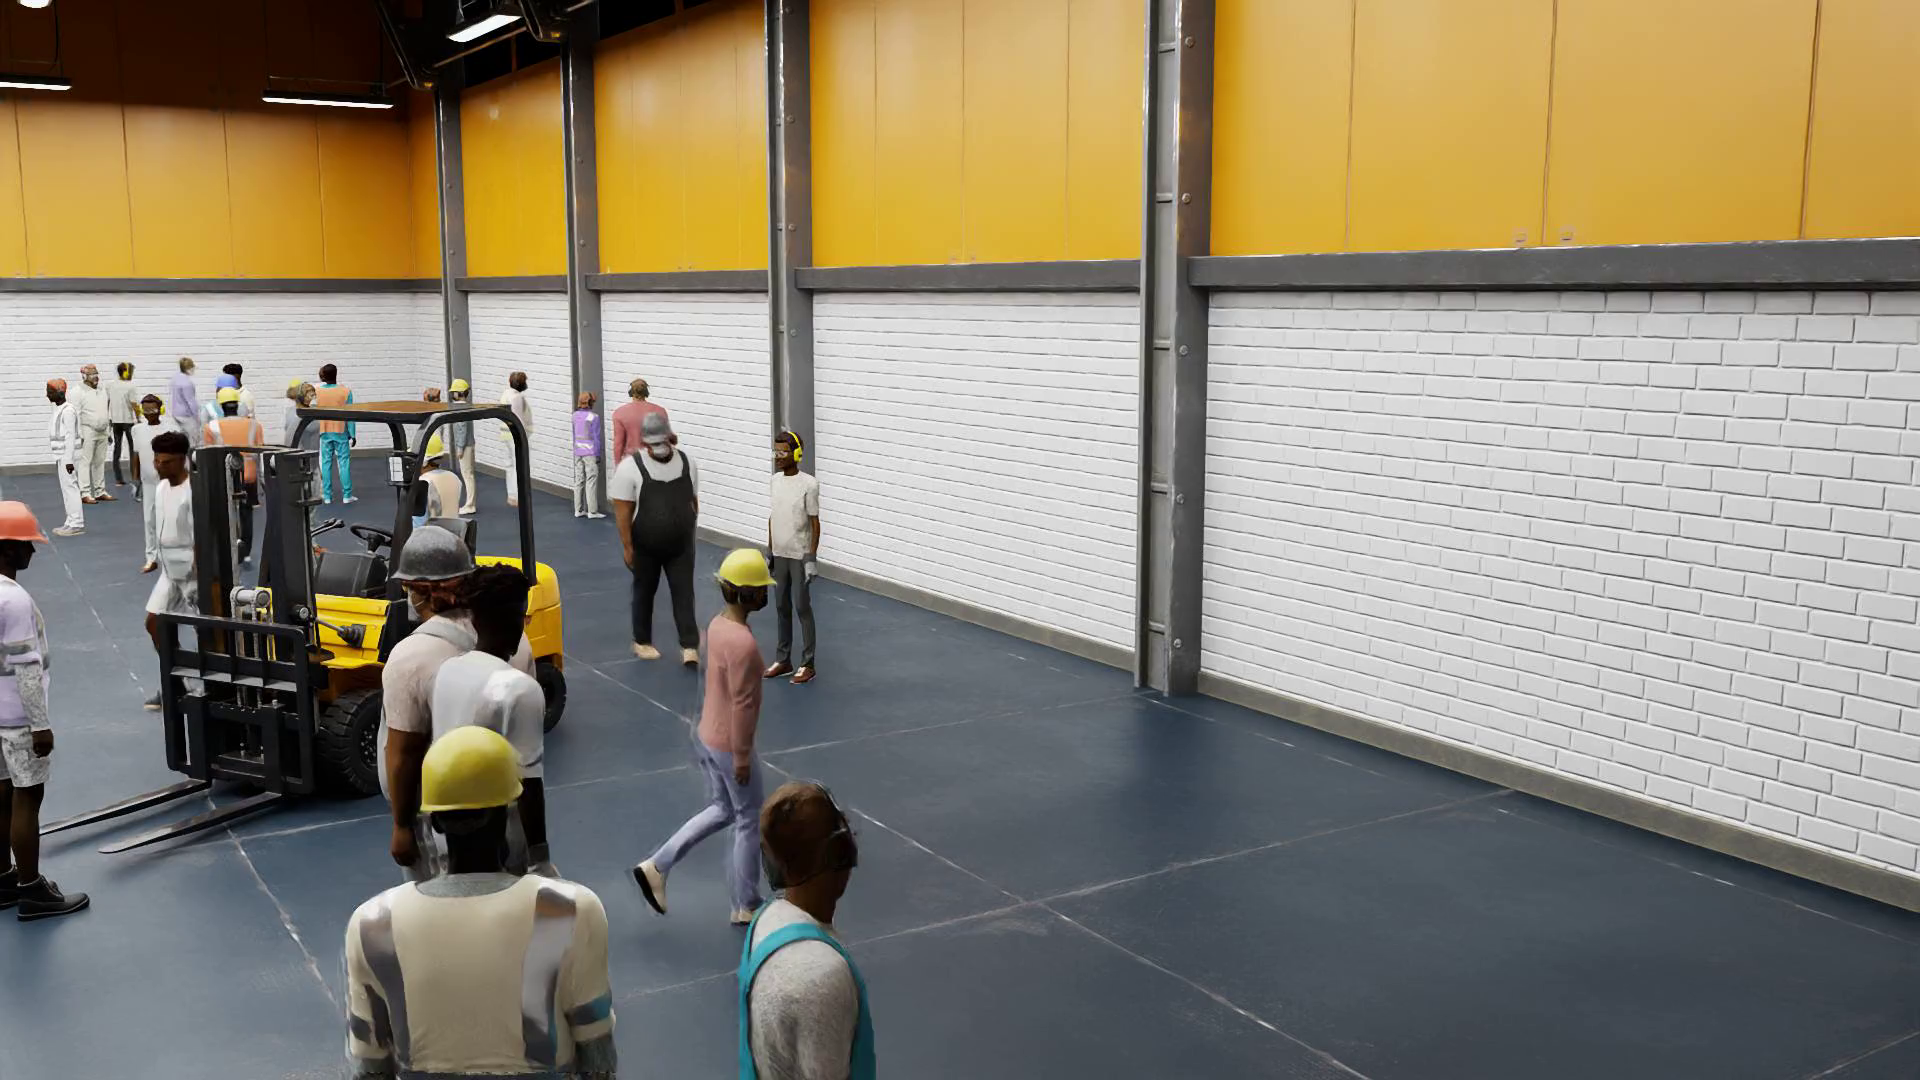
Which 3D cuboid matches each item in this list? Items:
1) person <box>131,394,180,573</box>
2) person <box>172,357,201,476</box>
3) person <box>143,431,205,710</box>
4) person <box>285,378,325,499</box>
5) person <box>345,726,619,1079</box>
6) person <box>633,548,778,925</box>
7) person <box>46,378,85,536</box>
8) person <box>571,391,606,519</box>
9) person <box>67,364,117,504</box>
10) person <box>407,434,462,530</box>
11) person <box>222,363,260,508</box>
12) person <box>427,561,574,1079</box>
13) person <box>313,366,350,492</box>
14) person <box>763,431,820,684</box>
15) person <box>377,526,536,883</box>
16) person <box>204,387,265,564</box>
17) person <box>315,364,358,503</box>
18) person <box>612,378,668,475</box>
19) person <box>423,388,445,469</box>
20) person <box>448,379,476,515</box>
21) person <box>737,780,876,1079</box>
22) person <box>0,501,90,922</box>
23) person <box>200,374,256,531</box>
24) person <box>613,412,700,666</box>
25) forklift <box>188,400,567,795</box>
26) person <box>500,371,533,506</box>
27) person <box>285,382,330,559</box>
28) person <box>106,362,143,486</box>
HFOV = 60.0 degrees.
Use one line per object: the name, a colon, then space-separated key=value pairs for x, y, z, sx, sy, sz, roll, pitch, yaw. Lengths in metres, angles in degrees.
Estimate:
person: x=-8.264 y=-0.579 z=17.139 sx=0.515 sy=1.859 sz=0.317 roll=0 pitch=8 yaw=0
person: x=-12.194 y=-1.941 z=26.229 sx=0.406 sy=1.888 sz=0.672 roll=-7 pitch=11 yaw=-37
person: x=-5.364 y=0.225 z=11.392 sx=0.630 sy=1.939 sz=0.665 roll=6 pitch=10 yaw=33
person: x=-9.228 y=-1.399 z=23.161 sx=0.789 sy=1.700 sz=0.488 roll=1 pitch=8 yaw=4
person: x=-1.083 y=1.376 z=3.775 sx=0.599 sy=1.909 sz=0.664 roll=0 pitch=8 yaw=1
person: x=-1.105 y=0.905 z=7.483 sx=0.642 sy=1.746 sz=0.534 roll=-3 pitch=9 yaw=-22
person: x=-10.650 y=-0.985 z=19.800 sx=0.361 sy=1.879 sz=0.583 roll=-7 pitch=11 yaw=-38
person: x=-4.771 y=-1.082 z=21.277 sx=0.505 sy=1.631 sz=0.311 roll=7 pitch=11 yaw=38
person: x=-11.916 y=-1.459 z=22.882 sx=0.403 sy=1.911 sz=0.637 roll=2 pitch=9 yaw=14
person: x=-4.036 y=0.089 z=12.701 sx=0.403 sy=1.831 sz=0.606 roll=2 pitch=9 yaw=13
person: x=-9.649 y=-1.399 z=22.320 sx=0.378 sy=1.957 sz=0.609 roll=-7 pitch=11 yaw=-41
person: x=-1.624 y=1.047 z=5.910 sx=0.687 sy=1.931 sz=0.533 roll=7 pitch=11 yaw=40
person: x=-9.112 y=-1.597 z=24.045 sx=0.623 sy=1.841 sz=0.430 roll=-3 pitch=9 yaw=-20
person: x=-1.260 y=0.127 z=12.320 sx=0.510 sy=1.872 sz=0.329 roll=6 pitch=11 yaw=37
person: x=-1.927 y=0.940 z=6.269 sx=0.536 sy=2.000 sz=0.684 roll=4 pitch=9 yaw=24
person: x=-7.634 y=-0.667 z=17.566 sx=0.602 sy=1.905 sz=0.694 roll=-6 pitch=10 yaw=-34
person: x=-8.594 y=-1.456 z=22.822 sx=0.593 sy=1.922 sz=0.391 roll=-1 pitch=8 yaw=-6
person: x=-3.582 y=-0.853 z=18.697 sx=0.635 sy=1.937 sz=0.353 roll=-4 pitch=9 yaw=-23
person: x=-6.966 y=-1.188 z=21.967 sx=0.314 sy=1.636 sz=0.515 roll=-6 pitch=11 yaw=-37
person: x=-6.488 y=-1.214 z=21.709 sx=0.315 sy=1.769 sz=0.525 roll=-2 pitch=9 yaw=-12
person: x=-0.329 y=1.442 z=3.716 sx=0.504 sy=1.797 sz=0.574 roll=-2 pitch=9 yaw=-13
person: x=-4.345 y=0.784 z=7.677 sx=0.544 sy=1.936 sz=0.359 roll=6 pitch=11 yaw=37
person: x=-8.982 y=-1.084 z=20.349 sx=0.909 sy=1.908 sz=0.618 roll=6 pitch=11 yaw=37
person: x=-2.303 y=-0.031 z=12.810 sx=0.709 sy=2.000 sz=0.996 roll=-4 pitch=10 yaw=-28
forklift: x=-3.529 y=0.258 z=10.348 sx=1.214 sy=2.155 sz=2.313 roll=4 pitch=9 yaw=25
person: x=-6.022 y=-1.385 z=22.621 sx=0.429 sy=1.840 sz=0.658 roll=-5 pitch=10 yaw=-30
person: x=-7.105 y=-0.750 z=18.052 sx=0.368 sy=1.932 sz=0.623 roll=-1 pitch=8 yaw=-4
person: x=-12.537 y=-1.723 z=24.906 sx=0.623 sy=1.849 sz=0.328 roll=1 pitch=9 yaw=8
